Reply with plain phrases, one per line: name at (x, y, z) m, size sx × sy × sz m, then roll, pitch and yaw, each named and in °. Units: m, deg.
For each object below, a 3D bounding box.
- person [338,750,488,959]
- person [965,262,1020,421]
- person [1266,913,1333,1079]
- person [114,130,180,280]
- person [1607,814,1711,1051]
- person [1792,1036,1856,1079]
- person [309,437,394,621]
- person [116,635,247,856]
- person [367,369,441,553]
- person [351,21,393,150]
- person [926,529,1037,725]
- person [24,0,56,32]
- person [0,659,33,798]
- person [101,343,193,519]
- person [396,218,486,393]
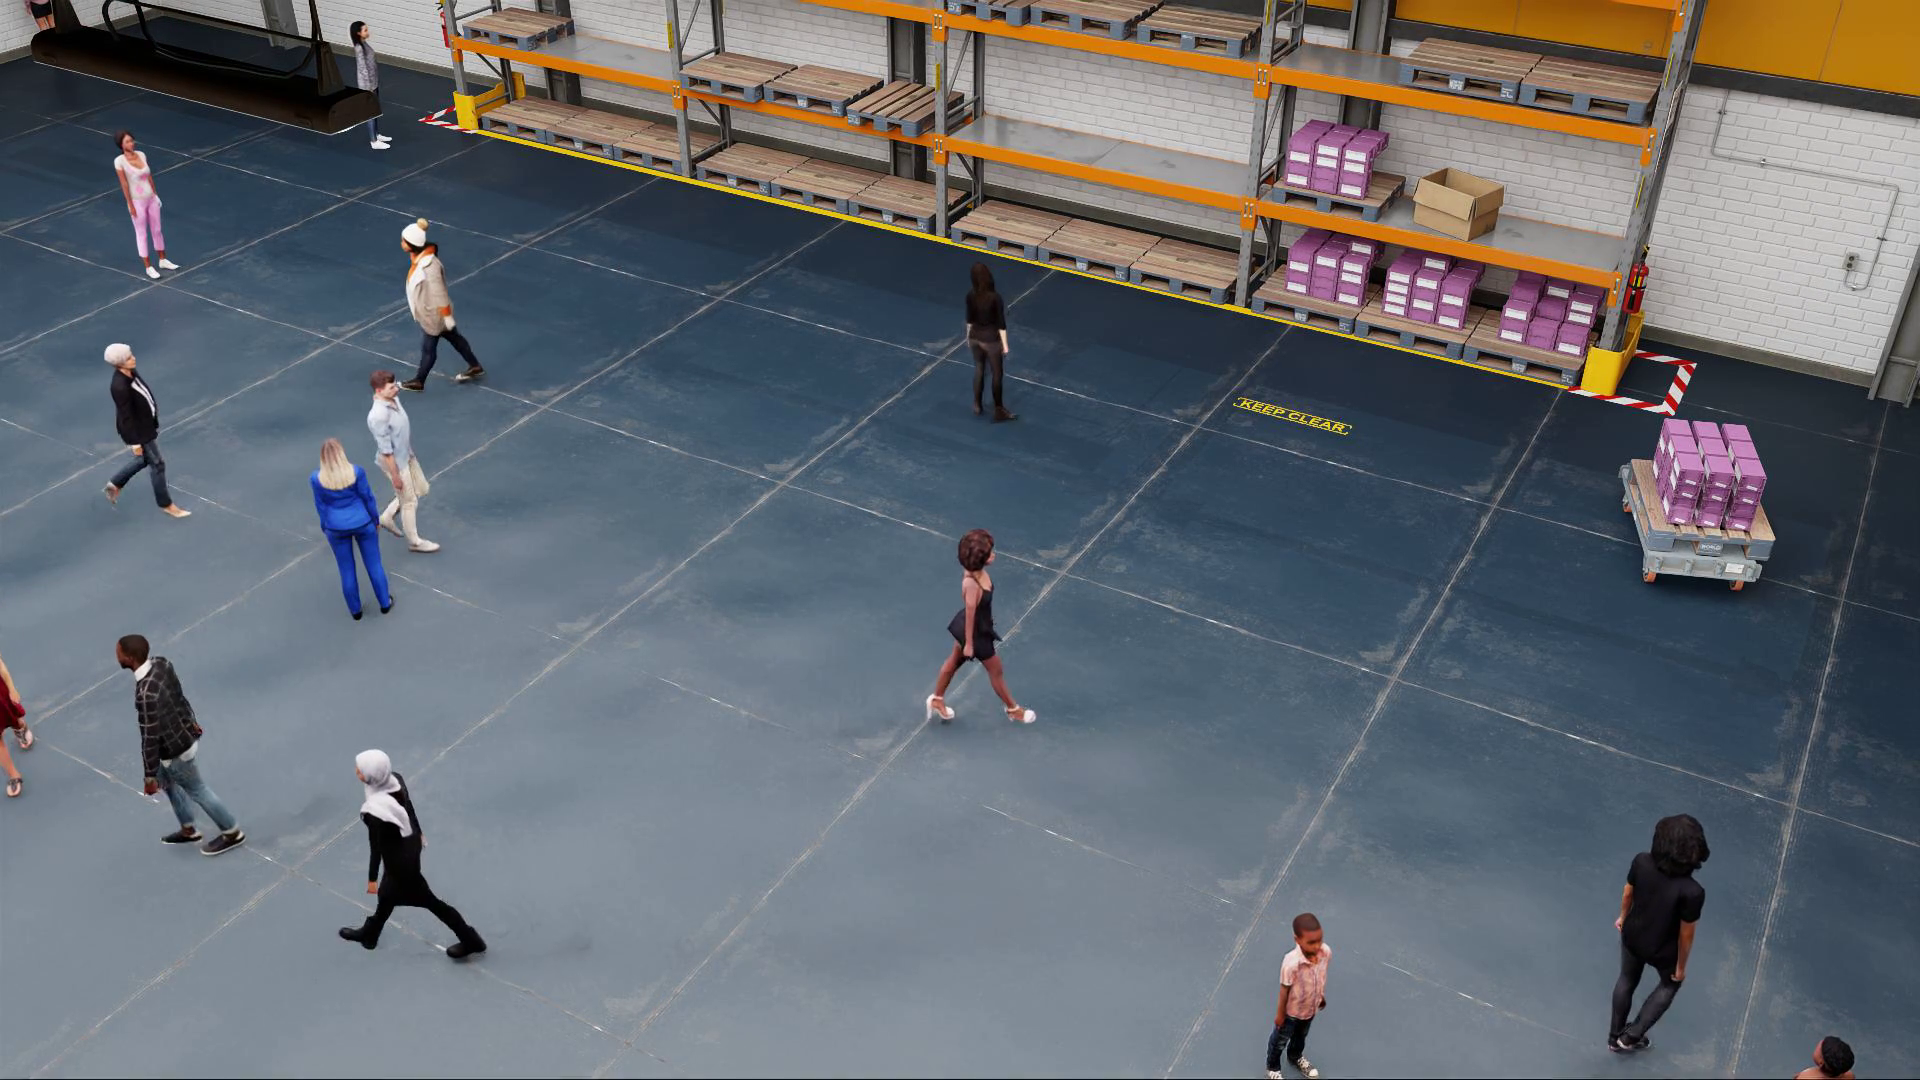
person at (-3.406, 2.032, 10.475) m, size 1.260 × 1.732 × 1.016 m, roll 0°, pitch 34°, yaw 0°
person at (0.273, -1.954, 16.575) m, size 0.496 × 1.616 × 0.835 m, roll 29°, pitch 43°, yaw 36°
person at (2.010, 2.712, 9.836) m, size 0.589 × 1.307 × 0.613 m, roll -17°, pitch 37°, yaw -24°
person at (-9.575, -3.954, 19.472) m, size 0.506 × 1.740 × 0.577 m, roll 16°, pitch 37°, yaw 23°
person at (4.056, 2.394, 9.843) m, size 0.821 × 1.829 × 0.678 m, roll -22°, pitch 40°, yaw -30°
person at (4.675, 3.195, 9.156) m, size 0.576 × 1.255 × 0.649 m, roll -6°, pitch 34°, yaw -9°
person at (-5.025, -0.100, 13.711) m, size 0.705 × 1.701 × 0.752 m, roll -11°, pitch 35°, yaw -16°
person at (-5.272, 1.391, 11.387) m, size 1.074 × 1.790 × 1.021 m, roll -9°, pitch 35°, yaw -13°
person at (-4.977, -0.671, 14.452) m, size 0.935 × 1.830 × 0.859 m, roll -2°, pitch 34°, yaw -3°
person at (-8.188, -6.326, 23.049) m, size 0.733 × 1.731 × 0.691 m, roll -6°, pitch 34°, yaw -9°
person at (0.020, 0.706, 12.466) m, size 1.147 × 1.736 × 0.923 m, roll 0°, pitch 34°, yaw 1°
person at (-14.411, -8.387, 26.079) m, size 0.536 × 1.811 × 0.624 m, roll 15°, pitch 37°, yaw 22°
person at (-7.066, 1.077, 12.093) m, size 0.876 × 1.531 × 1.024 m, roll -14°, pitch 36°, yaw -20°
person at (-7.439, -0.951, 14.842) m, size 1.071 × 1.776 × 1.092 m, roll -7°, pitch 34°, yaw -11°
person at (-5.287, -2.405, 17.050) m, size 1.177 × 1.842 × 1.205 m, roll -14°, pitch 36°, yaw -20°
